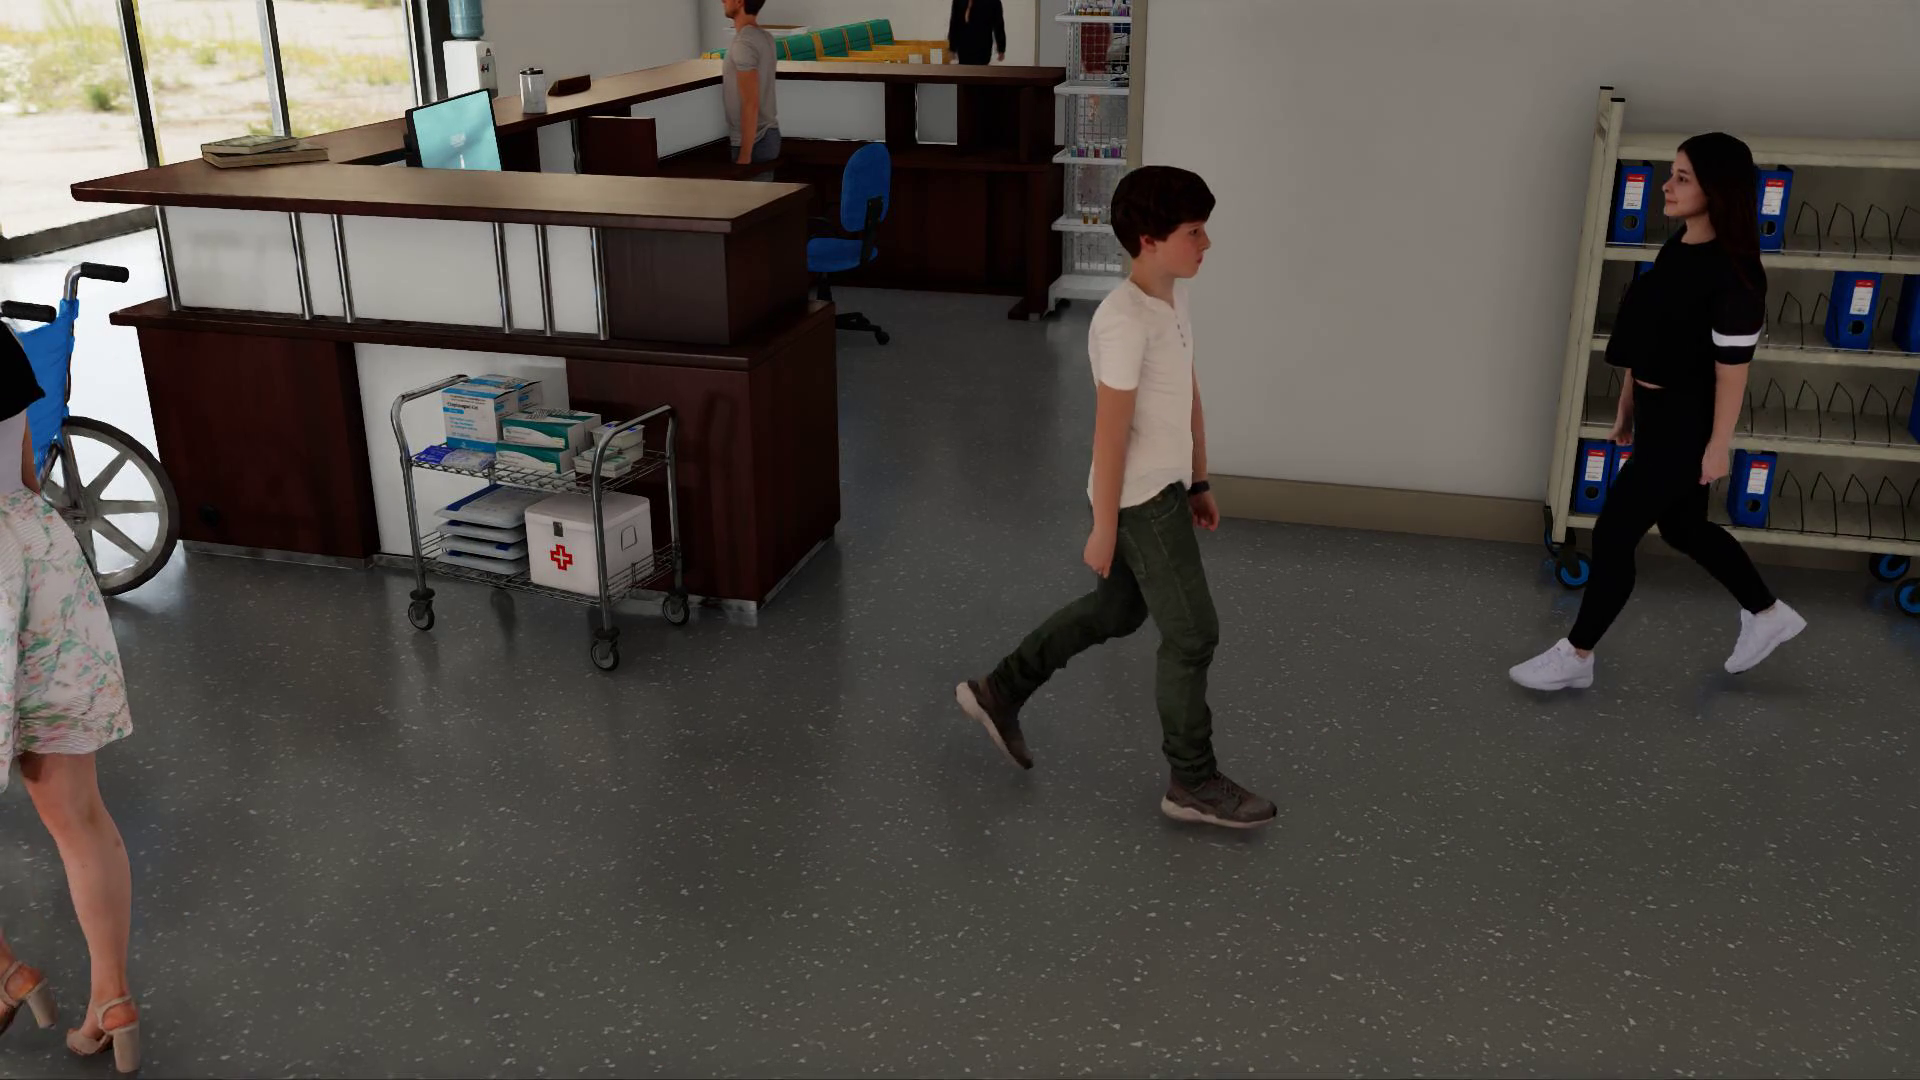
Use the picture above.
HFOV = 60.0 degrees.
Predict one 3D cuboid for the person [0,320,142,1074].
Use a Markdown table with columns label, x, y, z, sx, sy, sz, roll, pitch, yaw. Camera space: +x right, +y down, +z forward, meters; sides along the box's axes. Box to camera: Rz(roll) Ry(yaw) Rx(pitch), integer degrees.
| label | x | y | z | sx | sy | sz | roll | pitch | yaw |
| --- | --- | --- | --- | --- | --- | --- | --- | --- | --- |
| person | -1.719 | 0.221 | 3.090 | 0.758 | 1.760 | 0.671 | 10 | 23 | 25 |

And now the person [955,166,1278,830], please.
| label | x | y | z | sx | sy | sz | roll | pitch | yaw |
| --- | --- | --- | --- | --- | --- | --- | --- | --- | --- |
| person | 0.364 | -0.085 | 4.089 | 1.093 | 1.624 | 0.587 | 6 | 22 | 16 |

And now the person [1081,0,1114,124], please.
| label | x | y | z | sx | sy | sz | roll | pitch | yaw |
| --- | --- | --- | --- | --- | --- | --- | --- | --- | --- |
| person | 1.419 | -5.342 | 17.865 | 1.078 | 1.697 | 0.702 | 4 | 21 | 10 |

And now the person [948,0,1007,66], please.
| label | x | y | z | sx | sy | sz | roll | pitch | yaw |
| --- | --- | --- | --- | --- | --- | --- | --- | --- | --- |
| person | 0.127 | -4.820 | 16.549 | 0.729 | 1.652 | 0.777 | 6 | 22 | 16 |

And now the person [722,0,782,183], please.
| label | x | y | z | sx | sy | sz | roll | pitch | yaw |
| --- | --- | --- | --- | --- | --- | --- | --- | --- | --- |
| person | -1.151 | -2.220 | 9.340 | 0.620 | 1.898 | 0.693 | 2 | 21 | 4 |

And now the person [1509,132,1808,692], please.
| label | x | y | z | sx | sy | sz | roll | pitch | yaw |
| --- | --- | --- | --- | --- | --- | --- | --- | --- | --- |
| person | 2.093 | -0.305 | 4.693 | 1.179 | 1.607 | 0.858 | -1 | 21 | -4 |
